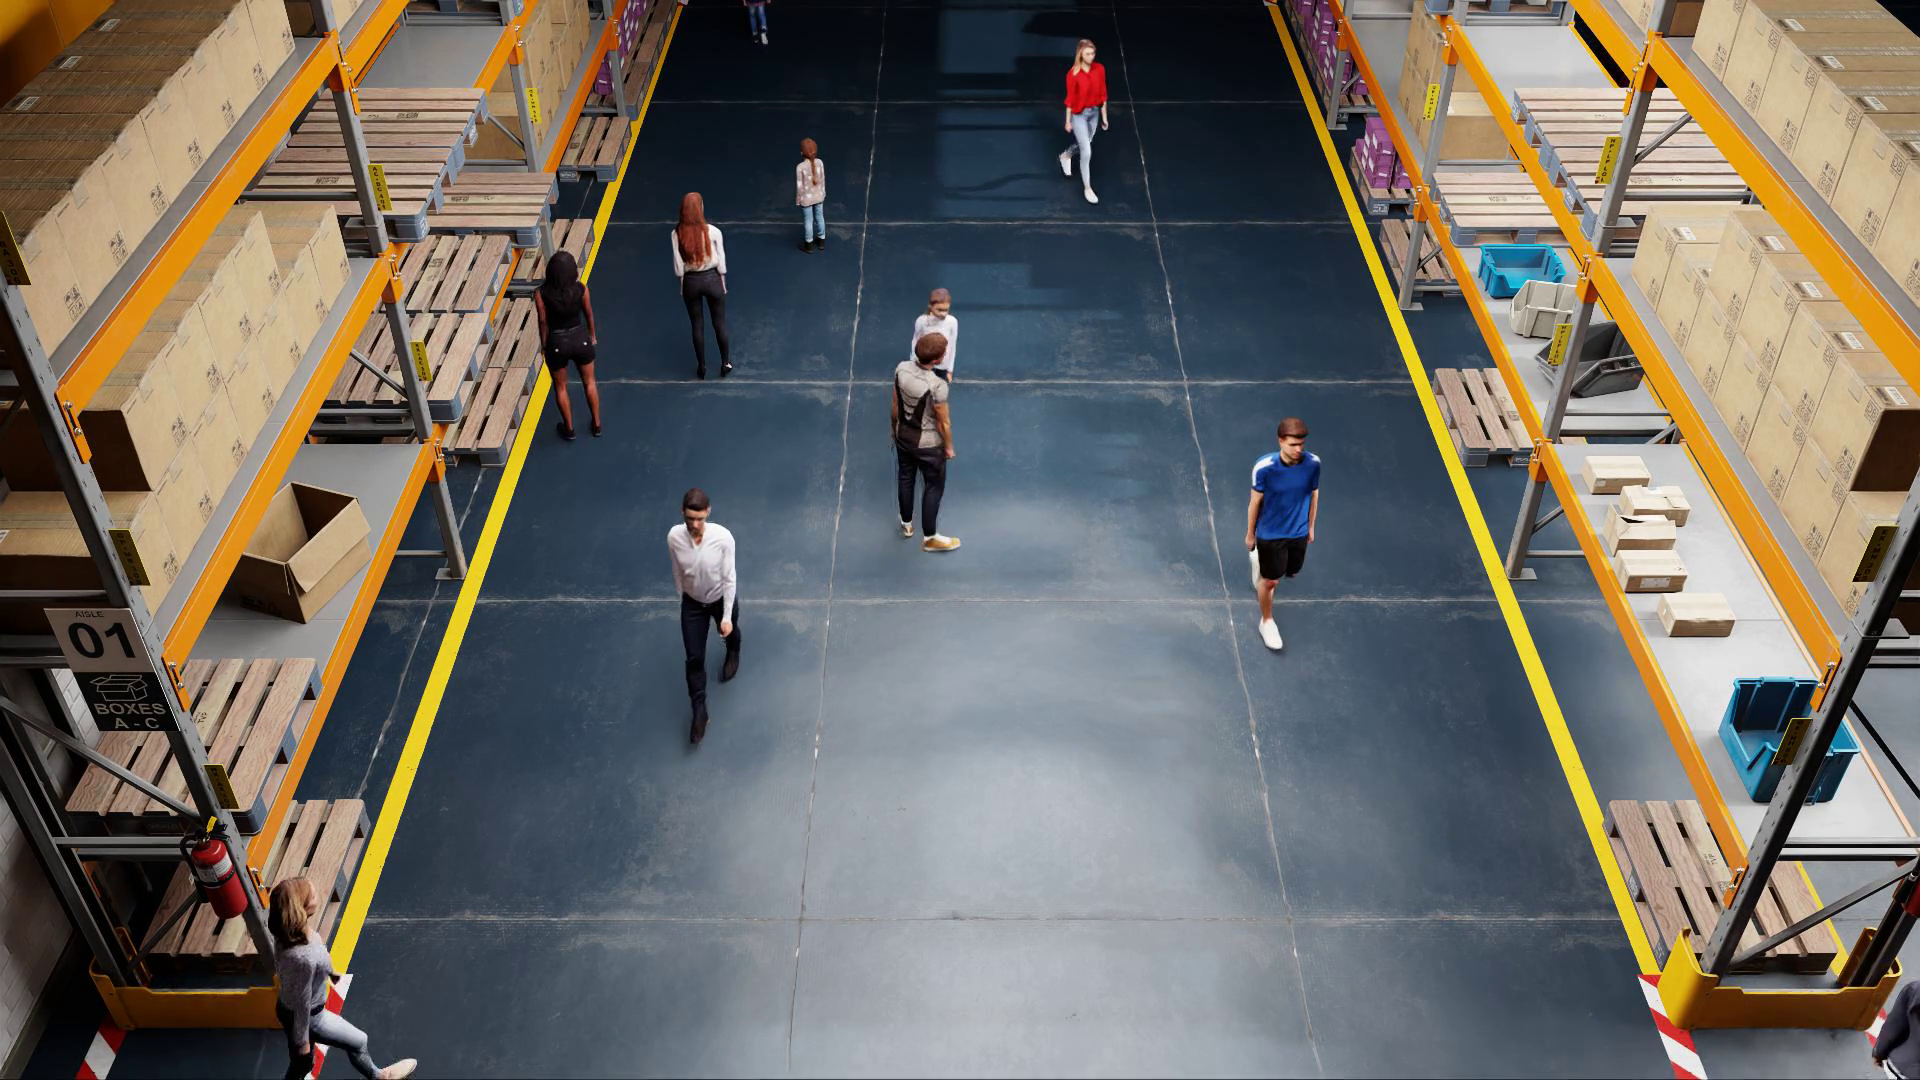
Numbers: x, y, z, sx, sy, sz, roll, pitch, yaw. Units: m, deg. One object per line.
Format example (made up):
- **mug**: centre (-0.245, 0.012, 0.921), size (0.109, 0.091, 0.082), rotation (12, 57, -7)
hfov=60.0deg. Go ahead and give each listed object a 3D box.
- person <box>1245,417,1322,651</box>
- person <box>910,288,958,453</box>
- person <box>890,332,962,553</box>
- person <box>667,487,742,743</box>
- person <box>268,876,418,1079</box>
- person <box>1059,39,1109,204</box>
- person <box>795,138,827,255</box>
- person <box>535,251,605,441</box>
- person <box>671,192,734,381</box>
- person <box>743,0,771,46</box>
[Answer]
- **person**: centre (2.260, -0.138, 11.806), size (0.814, 1.855, 1.089), rotation (-8, 39, -10)
- **person**: centre (-0.242, -1.469, 13.760), size (0.700, 1.496, 1.100), rotation (-6, 39, -8)
- **person**: centre (-0.332, -0.778, 12.597), size (0.839, 1.869, 0.828), rotation (16, 41, 19)
- **person**: centre (-1.655, 0.346, 11.209), size (0.646, 1.844, 1.246), rotation (3, 39, 3)
- **person**: centre (-3.431, 2.509, 8.585), size (1.006, 1.739, 1.023), rotation (-18, 42, -21)
- **person**: centre (1.266, -4.417, 17.308), size (0.940, 1.676, 1.163), rotation (-19, 42, -22)
- **person**: centre (-1.469, -3.406, 16.427), size (0.555, 1.194, 0.594), rotation (-23, 44, -26)
- **person**: centre (-3.229, -1.589, 13.725), size (0.704, 1.728, 0.692), rotation (-21, 43, -24)
- **person**: centre (-2.235, -2.195, 14.457), size (0.602, 1.761, 0.515), rotation (-3, 39, -4)
- **person**: centre (-2.526, -6.711, 20.551), size (0.611, 1.214, 0.748), rotation (-9, 39, -11)
